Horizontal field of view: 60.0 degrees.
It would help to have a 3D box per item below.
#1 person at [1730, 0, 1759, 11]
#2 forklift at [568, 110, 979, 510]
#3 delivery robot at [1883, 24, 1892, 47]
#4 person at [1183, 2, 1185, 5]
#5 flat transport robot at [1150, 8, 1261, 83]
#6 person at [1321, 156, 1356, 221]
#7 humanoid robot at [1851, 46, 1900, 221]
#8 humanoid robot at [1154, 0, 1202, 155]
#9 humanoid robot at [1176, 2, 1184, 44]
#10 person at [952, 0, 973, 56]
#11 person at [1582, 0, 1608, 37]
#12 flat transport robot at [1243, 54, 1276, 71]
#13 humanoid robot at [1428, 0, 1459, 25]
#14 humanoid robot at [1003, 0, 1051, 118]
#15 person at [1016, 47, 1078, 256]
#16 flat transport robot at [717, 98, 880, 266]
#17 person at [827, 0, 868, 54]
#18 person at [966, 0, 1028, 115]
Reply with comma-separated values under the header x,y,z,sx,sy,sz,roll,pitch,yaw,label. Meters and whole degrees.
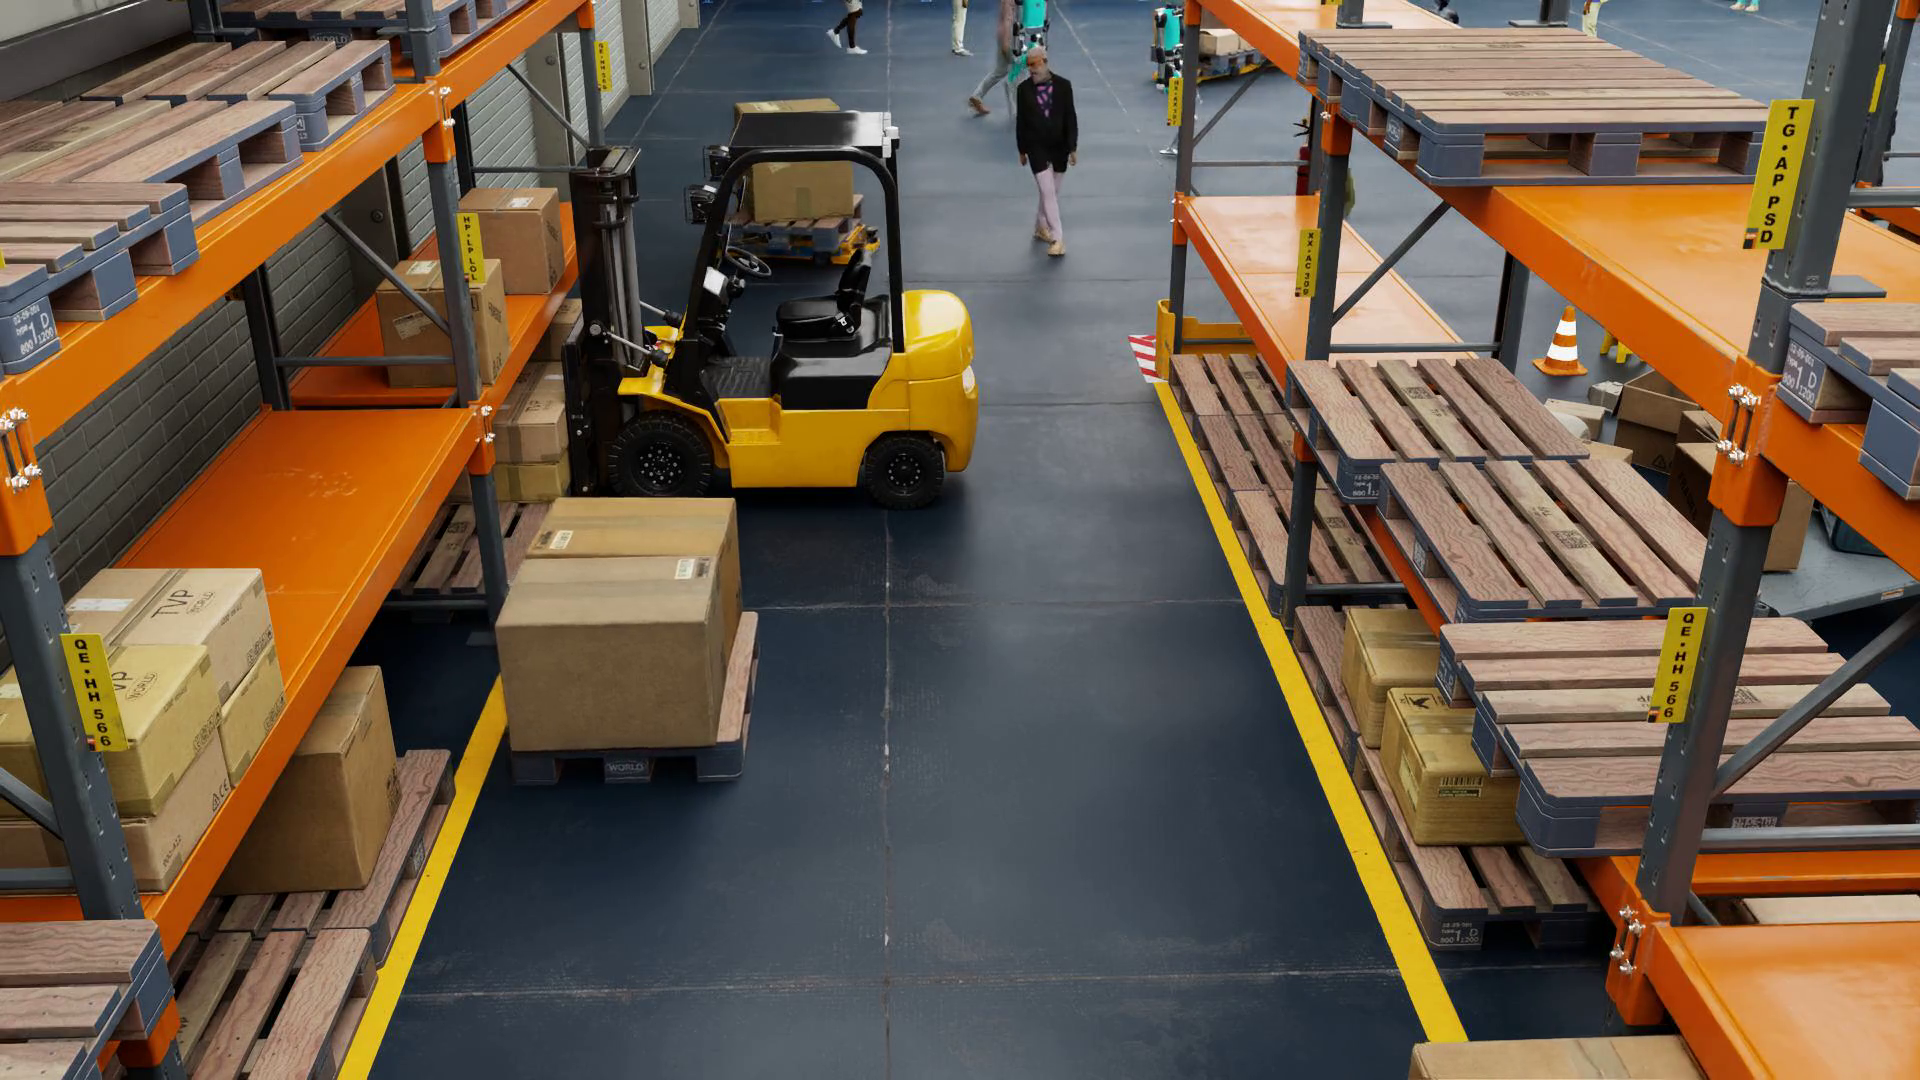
x,y,z,sx,sy,sz,roll,pitch,yaw,label
13.954,-10.261,29.112,0.350,1.910,0.498,-15,29,-29,person
-1.043,-1.379,9.976,2.313,2.155,1.214,-1,25,-2,forklift
13.700,-7.454,24.722,0.747,0.568,0.499,-15,29,-29,delivery robot
3.576,-8.487,25.501,0.976,1.796,0.576,-2,25,-4,person
3.404,-6.587,23.253,0.659,0.231,1.431,22,33,39,flat transport robot
3.255,-3.291,14.596,0.469,1.703,0.445,-18,31,-34,person
8.731,-3.907,15.981,0.554,1.642,0.612,-5,26,-10,humanoid robot
2.465,-5.079,18.386,0.662,1.834,0.541,14,29,27,humanoid robot
2.984,-7.096,22.674,0.328,1.643,0.600,4,26,9,humanoid robot
0.032,-8.107,24.744,0.346,1.743,0.561,-5,26,-11,person
8.928,-7.569,23.452,0.400,1.886,0.507,10,27,21,person
4.413,-6.983,24.092,1.431,0.231,0.659,-16,30,-30,flat transport robot
5.682,-5.802,19.995,0.584,1.618,0.790,-6,26,-13,humanoid robot
0.747,-6.006,20.419,0.539,1.886,0.730,-17,30,-32,humanoid robot
0.784,-3.502,14.937,0.534,1.799,0.871,-4,26,-9,person
-1.485,-2.680,14.979,1.431,0.231,0.659,4,26,9,flat transport robot
-1.684,-8.234,24.846,0.527,1.884,0.555,2,25,3,person
0.547,-6.173,20.484,0.940,1.895,0.646,-1,25,-1,person
